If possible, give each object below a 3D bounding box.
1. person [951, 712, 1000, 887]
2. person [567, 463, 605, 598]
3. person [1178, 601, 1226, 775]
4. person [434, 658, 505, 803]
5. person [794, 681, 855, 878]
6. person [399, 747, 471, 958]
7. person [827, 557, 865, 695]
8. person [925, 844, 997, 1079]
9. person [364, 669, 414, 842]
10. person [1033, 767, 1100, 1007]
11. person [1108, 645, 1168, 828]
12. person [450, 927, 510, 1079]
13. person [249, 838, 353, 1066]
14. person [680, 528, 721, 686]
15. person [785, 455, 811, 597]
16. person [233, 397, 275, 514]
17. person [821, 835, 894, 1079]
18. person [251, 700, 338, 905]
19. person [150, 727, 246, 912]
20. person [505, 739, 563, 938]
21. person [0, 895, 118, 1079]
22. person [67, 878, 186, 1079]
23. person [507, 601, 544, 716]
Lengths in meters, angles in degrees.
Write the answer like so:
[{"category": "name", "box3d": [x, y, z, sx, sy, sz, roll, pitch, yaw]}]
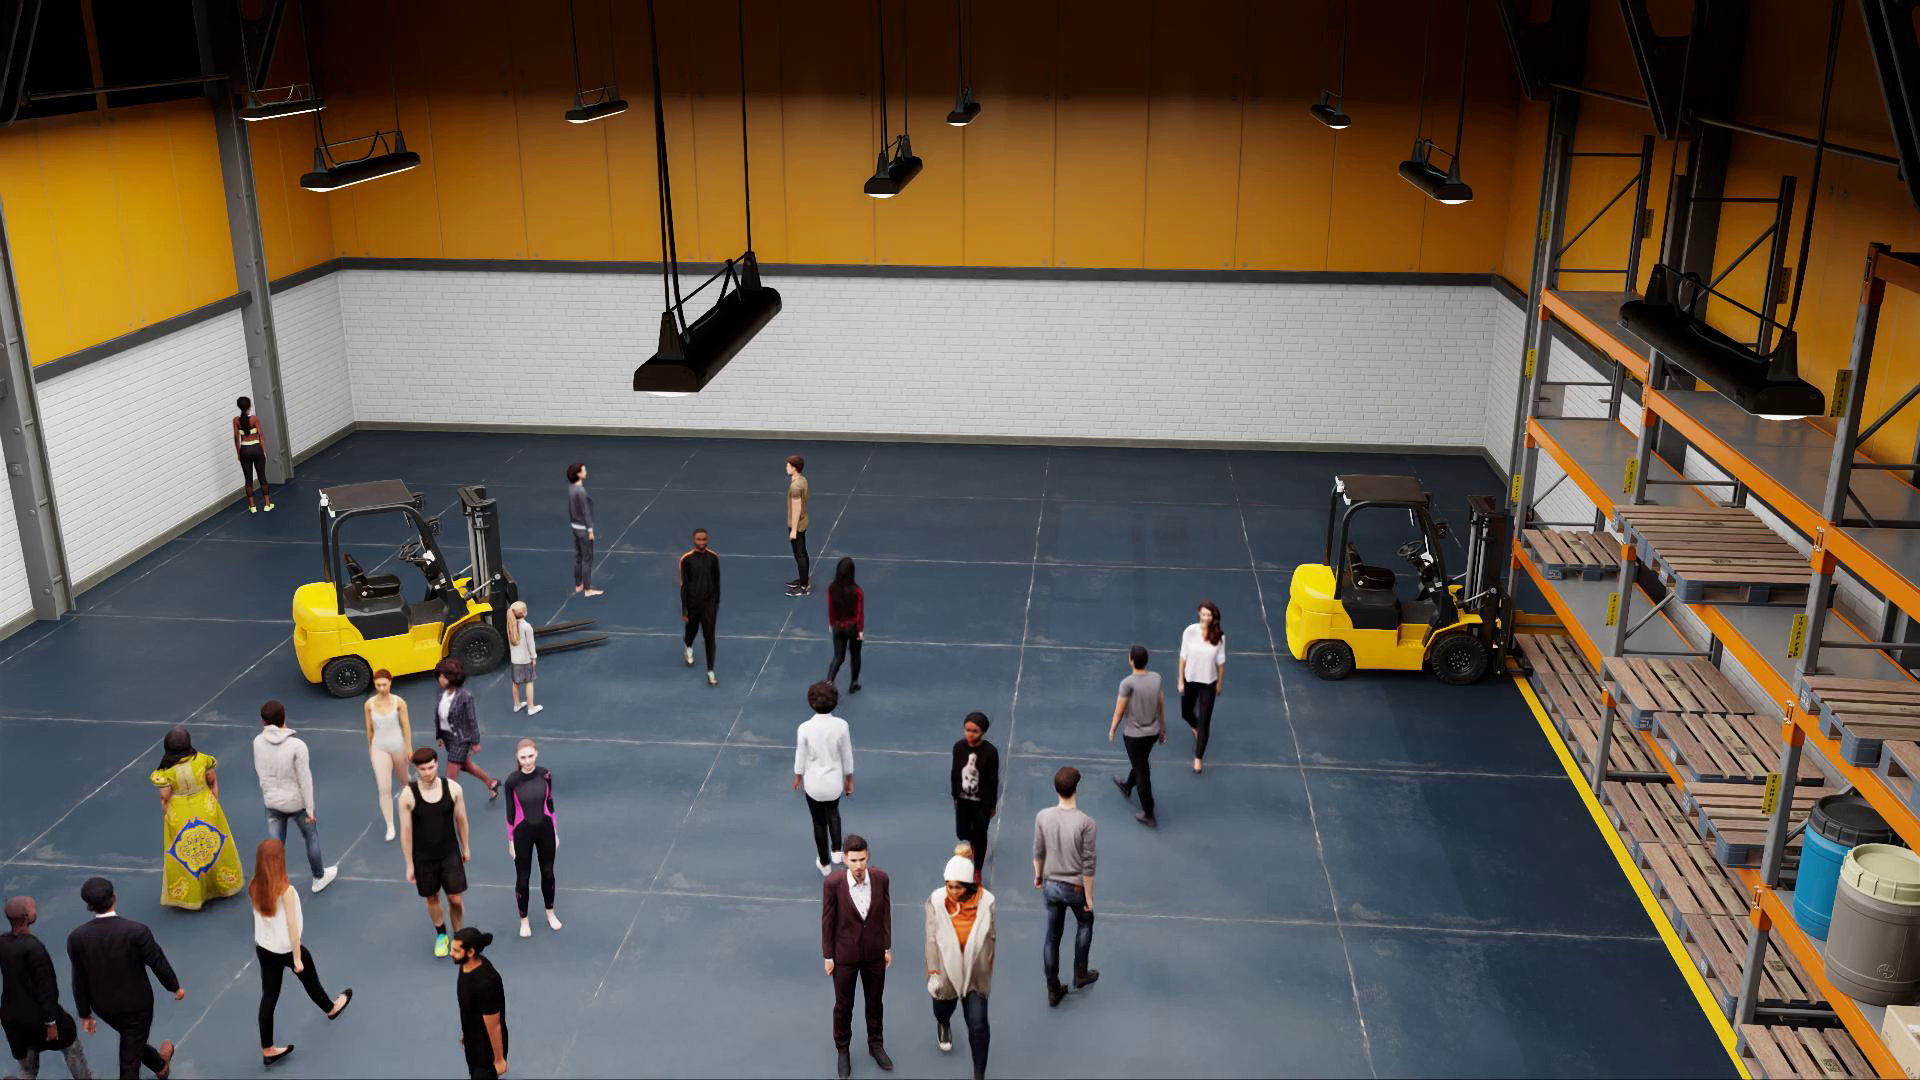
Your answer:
[{"category": "person", "box3d": [0.154, 2.246, 14.589, 0.698, 1.661, 0.858, 6, 19, 17]}, {"category": "person", "box3d": [-4.896, -0.152, 21.544, 0.745, 1.768, 0.671, -13, 23, -34]}, {"category": "person", "box3d": [2.423, 1.439, 16.813, 0.709, 1.773, 1.055, 4, 19, 12]}, {"category": "person", "box3d": [-4.663, 1.886, 15.665, 0.963, 1.657, 1.166, 13, 23, 34]}, {"category": "person", "box3d": [-1.171, 2.149, 14.671, 0.753, 1.794, 0.767, -7, 20, -21]}, {"category": "person", "box3d": [-4.265, 2.501, 13.501, 0.810, 1.873, 0.848, -6, 20, -17]}, {"category": "person", "box3d": [-1.282, 1.022, 18.271, 0.760, 1.633, 1.059, 7, 20, 19]}, {"category": "person", "box3d": [-0.017, 3.010, 11.998, 0.772, 1.868, 1.165, -1, 19, -2]}, {"category": "person", "box3d": [-5.333, 1.939, 15.591, 0.790, 1.606, 1.119, -4, 19, -12]}, {"category": "person", "box3d": [0.783, 2.729, 12.809, 0.835, 1.884, 0.897, 9, 20, 24]}, {"category": "person", "box3d": [1.752, 1.866, 15.635, 1.043, 1.715, 1.173, -11, 22, -31]}, {"category": "person", "box3d": [-3.102, 3.356, 11.160, 0.881, 1.746, 0.815, -13, 22, -33]}, {"category": "person", "box3d": [-5.042, 3.052, 12.171, 0.819, 1.677, 1.137, 8, 20, 23]}, {"category": "person", "box3d": [-2.988, 0.711, 18.958, 0.973, 1.783, 1.232, -7, 20, -19]}, {"category": "person", "box3d": [-2.103, -0.204, 21.567, 0.738, 1.852, 0.515, 0, 19, 0]}, {"category": "person", "box3d": [-10.620, -1.283, 24.922, 0.630, 1.755, 0.618, -5, 19, -16]}, {"category": "person", "box3d": [-0.741, 2.982, 12.084, 0.768, 1.866, 0.751, -6, 20, -18]}, {"category": "person", "box3d": [-5.817, 2.301, 14.191, 0.680, 1.811, 1.150, 3, 19, 8]}, {"category": "person", "box3d": [-6.573, 2.366, 14.236, 0.994, 1.661, 1.054, -15, 24, -38]}, {"category": "person", "box3d": [-3.546, 2.451, 13.841, 0.656, 1.750, 0.686, -10, 21, -27]}, {"category": "person", "box3d": [-6.399, 3.309, 11.329, 0.851, 1.728, 1.032, 9, 21, 26]}, {"category": "person", "box3d": [-5.761, 3.248, 11.361, 0.808, 1.822, 1.206, 1, 19, 2]}, {"category": "person", "box3d": [-4.766, 1.272, 18.091, 0.576, 1.274, 0.610, 9, 21, 25]}]
